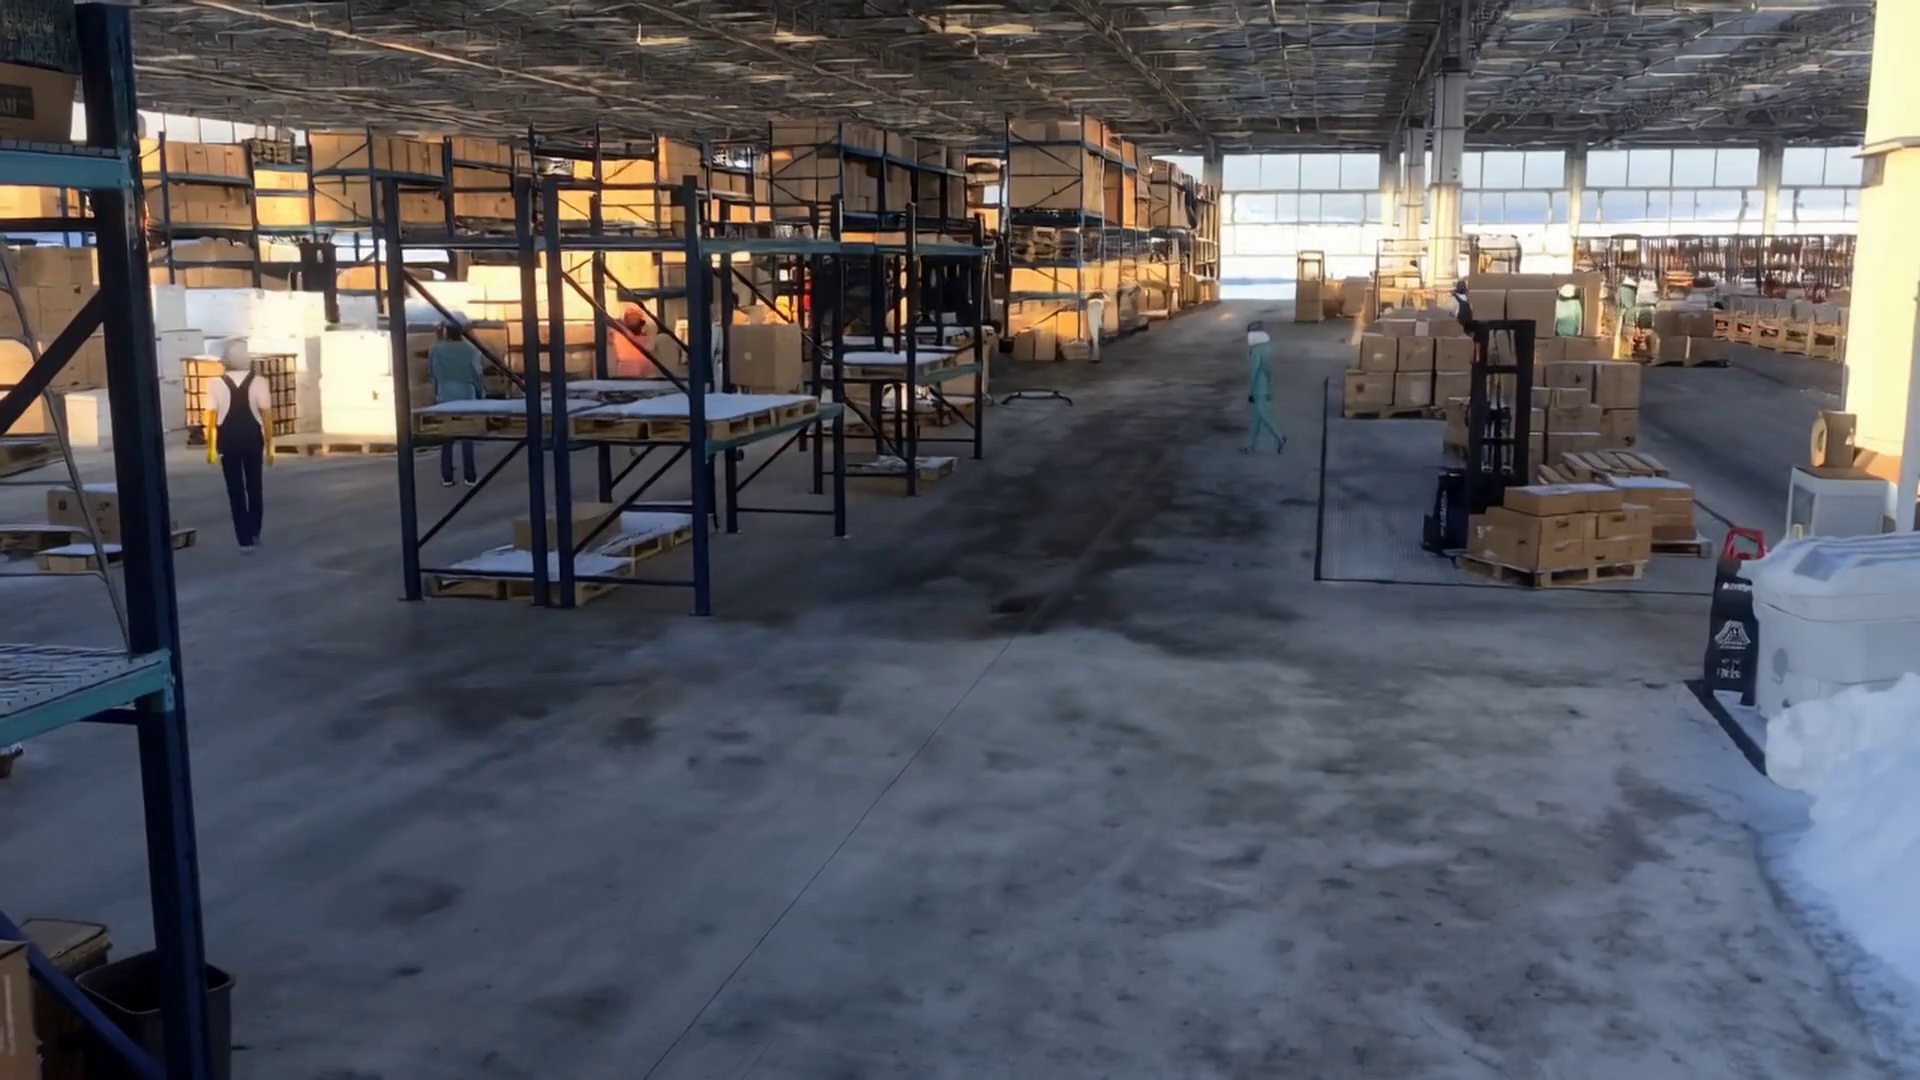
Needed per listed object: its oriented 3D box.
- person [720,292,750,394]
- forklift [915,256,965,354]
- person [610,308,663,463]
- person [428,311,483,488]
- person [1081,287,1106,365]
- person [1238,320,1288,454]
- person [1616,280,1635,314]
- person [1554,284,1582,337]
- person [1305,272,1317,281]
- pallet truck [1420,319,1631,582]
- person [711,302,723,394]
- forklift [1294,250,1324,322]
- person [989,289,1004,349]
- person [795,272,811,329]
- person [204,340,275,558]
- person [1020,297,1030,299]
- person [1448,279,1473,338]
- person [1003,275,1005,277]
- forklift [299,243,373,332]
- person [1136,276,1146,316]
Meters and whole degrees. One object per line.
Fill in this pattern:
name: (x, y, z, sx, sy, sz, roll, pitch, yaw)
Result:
person: (-3.583, -2.946, 26.401, 0.382, 1.958, 0.606, 7, 12, 35)
forklift: (-0.577, -6.293, 43.470, 1.129, 2.768, 1.873, 2, 10, 12)
person: (-3.890, -1.867, 20.212, 0.619, 1.876, 0.938, -6, 11, -30)
person: (-5.441, -1.513, 18.031, 0.581, 1.919, 0.398, 0, 10, 3)
person: (3.105, -5.044, 39.204, 0.529, 1.819, 0.934, 8, 12, 38)
person: (3.840, -1.914, 21.004, 0.745, 1.719, 0.486, 9, 13, 43)
person: (22.051, -7.726, 55.185, 0.608, 1.781, 0.944, 3, 10, 15)
person: (13.156, -4.557, 35.985, 0.551, 1.932, 0.376, 3, 10, 16)
person: (15.075, -10.520, 71.352, 0.638, 1.920, 0.727, 6, 11, 32)
pallet truck: (4.543, -0.757, 13.299, 0.823, 1.965, 1.885, -4, 10, -22)
person: (-3.108, -2.016, 20.935, 0.630, 1.938, 0.372, 6, 11, 33)
forklift: (13.778, -10.002, 65.433, 1.129, 2.768, 1.873, 2, 10, 12)
person: (1.040, -6.140, 46.170, 0.534, 1.663, 0.865, 2, 10, 12)
person: (-5.390, -8.193, 57.239, 0.612, 2.026, 0.590, 1, 10, 4)
person: (-6.101, -0.783, 14.061, 0.518, 1.786, 0.982, -6, 11, -30)
person: (2.170, -7.468, 53.919, 0.530, 1.699, 0.321, -5, 11, -26)
person: (11.437, -4.968, 38.110, 0.615, 2.000, 0.700, 8, 12, 39)
person: (2.582, -14.259, 94.162, 0.917, 1.695, 0.493, 2, 10, 12)
forklift: (-13.880, -5.062, 36.182, 1.873, 2.768, 1.129, 2, 10, 11)
person: (6.349, -8.391, 58.816, 0.456, 1.890, 0.669, 3, 10, 17)
